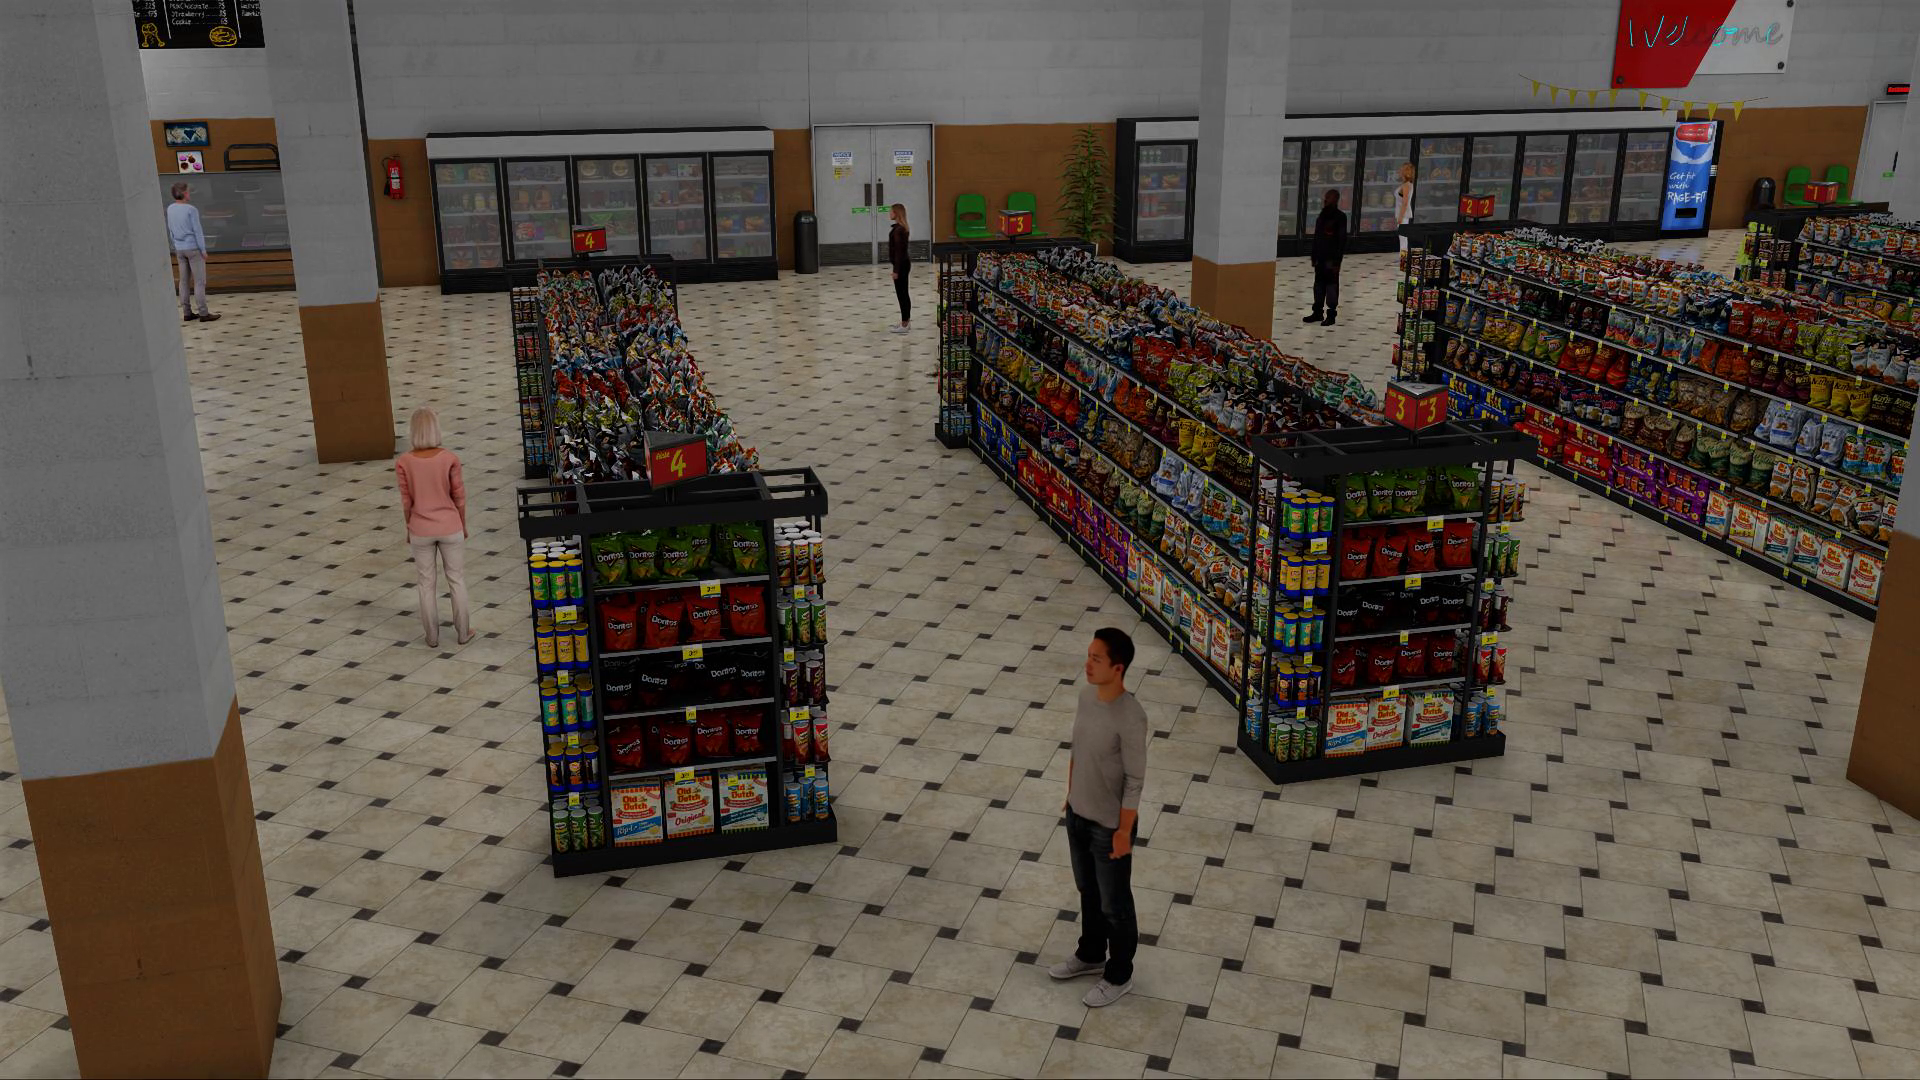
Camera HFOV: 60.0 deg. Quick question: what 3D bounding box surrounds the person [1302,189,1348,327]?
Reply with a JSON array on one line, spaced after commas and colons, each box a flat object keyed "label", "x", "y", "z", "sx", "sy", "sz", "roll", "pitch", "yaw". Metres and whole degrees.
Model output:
[{"label": "person", "x": 5.031, "y": -3.872, "z": 22.700, "sx": 0.838, "sy": 1.825, "sz": 0.676, "roll": -12, "pitch": 22, "yaw": -33}]

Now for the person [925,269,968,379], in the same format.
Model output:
[{"label": "person", "x": -0.012, "y": -2.523, "z": 19.548, "sx": 0.750, "sy": 1.282, "sz": 0.885, "roll": -12, "pitch": 22, "yaw": -32}]

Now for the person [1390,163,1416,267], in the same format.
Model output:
[{"label": "person", "x": 7.301, "y": -5.353, "z": 27.332, "sx": 0.736, "sy": 1.671, "sz": 0.642, "roll": 6, "pitch": 20, "yaw": 17}]

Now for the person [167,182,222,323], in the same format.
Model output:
[{"label": "person", "x": -10.603, "y": -3.965, "z": 22.870, "sx": 0.751, "sy": 1.892, "sz": 0.764, "roll": 6, "pitch": 20, "yaw": 18}]

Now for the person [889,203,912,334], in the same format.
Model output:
[{"label": "person", "x": -0.785, "y": -3.624, "z": 22.153, "sx": 0.733, "sy": 1.703, "sz": 0.599, "roll": 4, "pitch": 19, "yaw": 11}]

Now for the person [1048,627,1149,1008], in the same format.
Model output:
[{"label": "person", "x": 0.665, "y": 1.240, "z": 7.564, "sx": 0.754, "sy": 1.809, "sz": 0.576, "roll": -10, "pitch": 21, "yaw": -28}]

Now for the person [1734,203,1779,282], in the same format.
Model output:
[{"label": "person", "x": 9.557, "y": -3.072, "z": 20.084, "sx": 0.905, "sy": 1.980, "sz": 0.707, "roll": 1, "pitch": 19, "yaw": 2}]

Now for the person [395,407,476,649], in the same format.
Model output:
[{"label": "person", "x": -3.673, "y": -0.092, "z": 11.643, "sx": 0.593, "sy": 1.726, "sz": 0.508, "roll": -5, "pitch": 19, "yaw": -14}]
